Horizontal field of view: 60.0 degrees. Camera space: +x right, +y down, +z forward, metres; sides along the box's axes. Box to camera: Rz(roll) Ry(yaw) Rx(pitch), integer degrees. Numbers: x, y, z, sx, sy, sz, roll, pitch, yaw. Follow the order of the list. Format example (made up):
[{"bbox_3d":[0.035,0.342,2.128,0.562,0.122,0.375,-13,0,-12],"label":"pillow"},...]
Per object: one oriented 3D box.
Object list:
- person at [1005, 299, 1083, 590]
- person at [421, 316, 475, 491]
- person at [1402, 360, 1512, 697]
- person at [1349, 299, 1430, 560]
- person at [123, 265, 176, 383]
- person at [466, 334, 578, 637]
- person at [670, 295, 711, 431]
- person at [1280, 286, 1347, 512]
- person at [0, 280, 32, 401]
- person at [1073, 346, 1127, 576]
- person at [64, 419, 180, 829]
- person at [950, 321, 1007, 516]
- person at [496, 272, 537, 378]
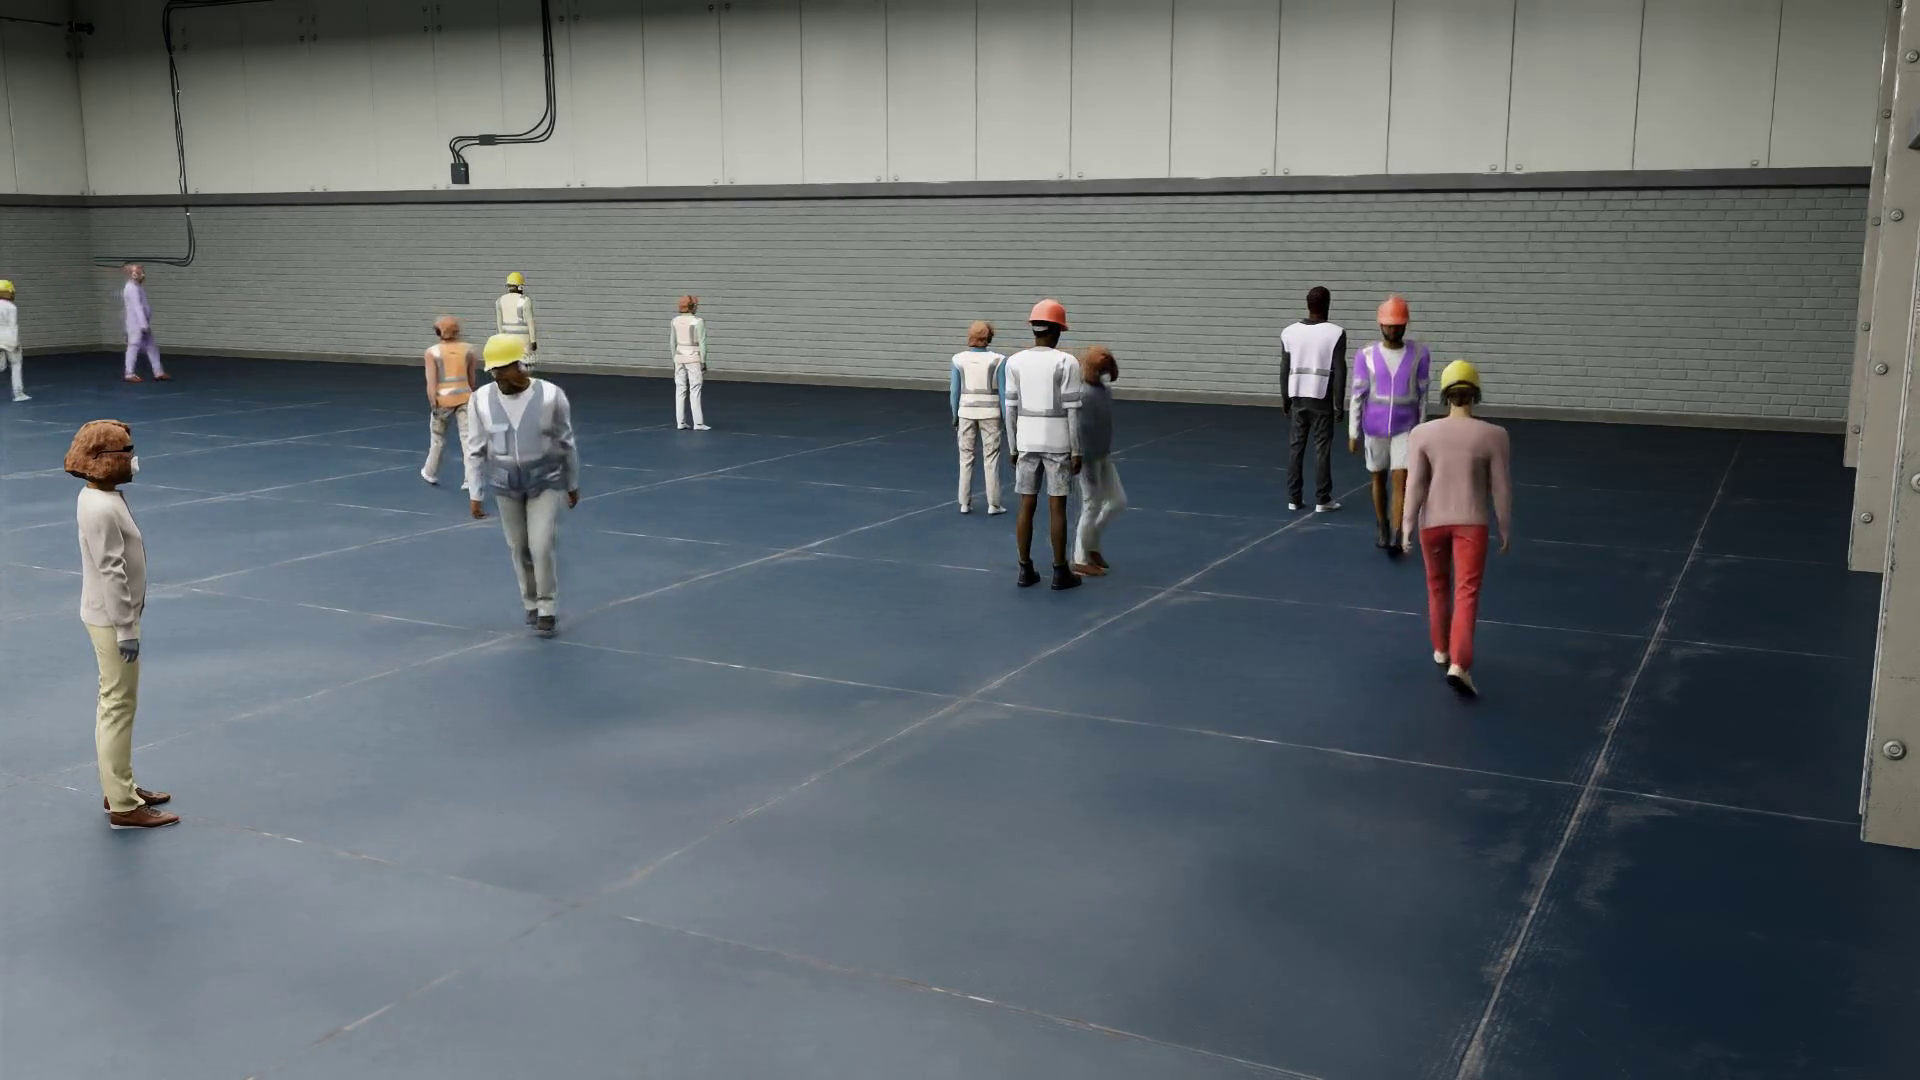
[{"bbox_3d":[0.572,-0.630,11.090,0.543,1.928,0.373,5,12,26],"label":"person"},{"bbox_3d":[-4.759,-1.271,15.472,0.523,1.605,0.804,-8,13,-38],"label":"person"},{"bbox_3d":[2.595,-0.080,8.724,0.534,1.705,0.986,5,11,25],"label":"person"},{"bbox_3d":[3.140,-0.813,12.203,0.565,1.881,0.993,3,11,14],"label":"person"},{"bbox_3d":[-13.028,-3.460,26.653,0.862,1.870,0.665,-4,11,-21],"label":"person"},{"bbox_3d":[-2.564,-0.318,9.760,0.612,1.785,0.722,0,10,-3],"label":"person"},{"bbox_3d":[-3.271,-2.133,20.077,0.514,1.636,0.315,6,12,30],"label":"person"},{"bbox_3d":[3.008,-1.198,14.213,0.590,1.919,0.394,8,13,36],"label":"person"},{"bbox_3d":[-13.539,-2.812,23.516,0.489,1.729,0.608,3,11,14],"label":"person"},{"bbox_3d":[0.949,-0.532,11.434,0.367,1.605,0.544,5,11,25],"label":"person"},{"bbox_3d":[-3.352,0.333,6.639,0.283,1.633,0.500,-6,12,-29],"label":"person"},{"bbox_3d":[0.170,-1.021,14.012,0.523,1.636,0.310,3,11,18],"label":"person"},{"bbox_3d":[-6.207,-2.841,23.398,0.590,1.836,0.404,4,11,19],"label":"person"}]
